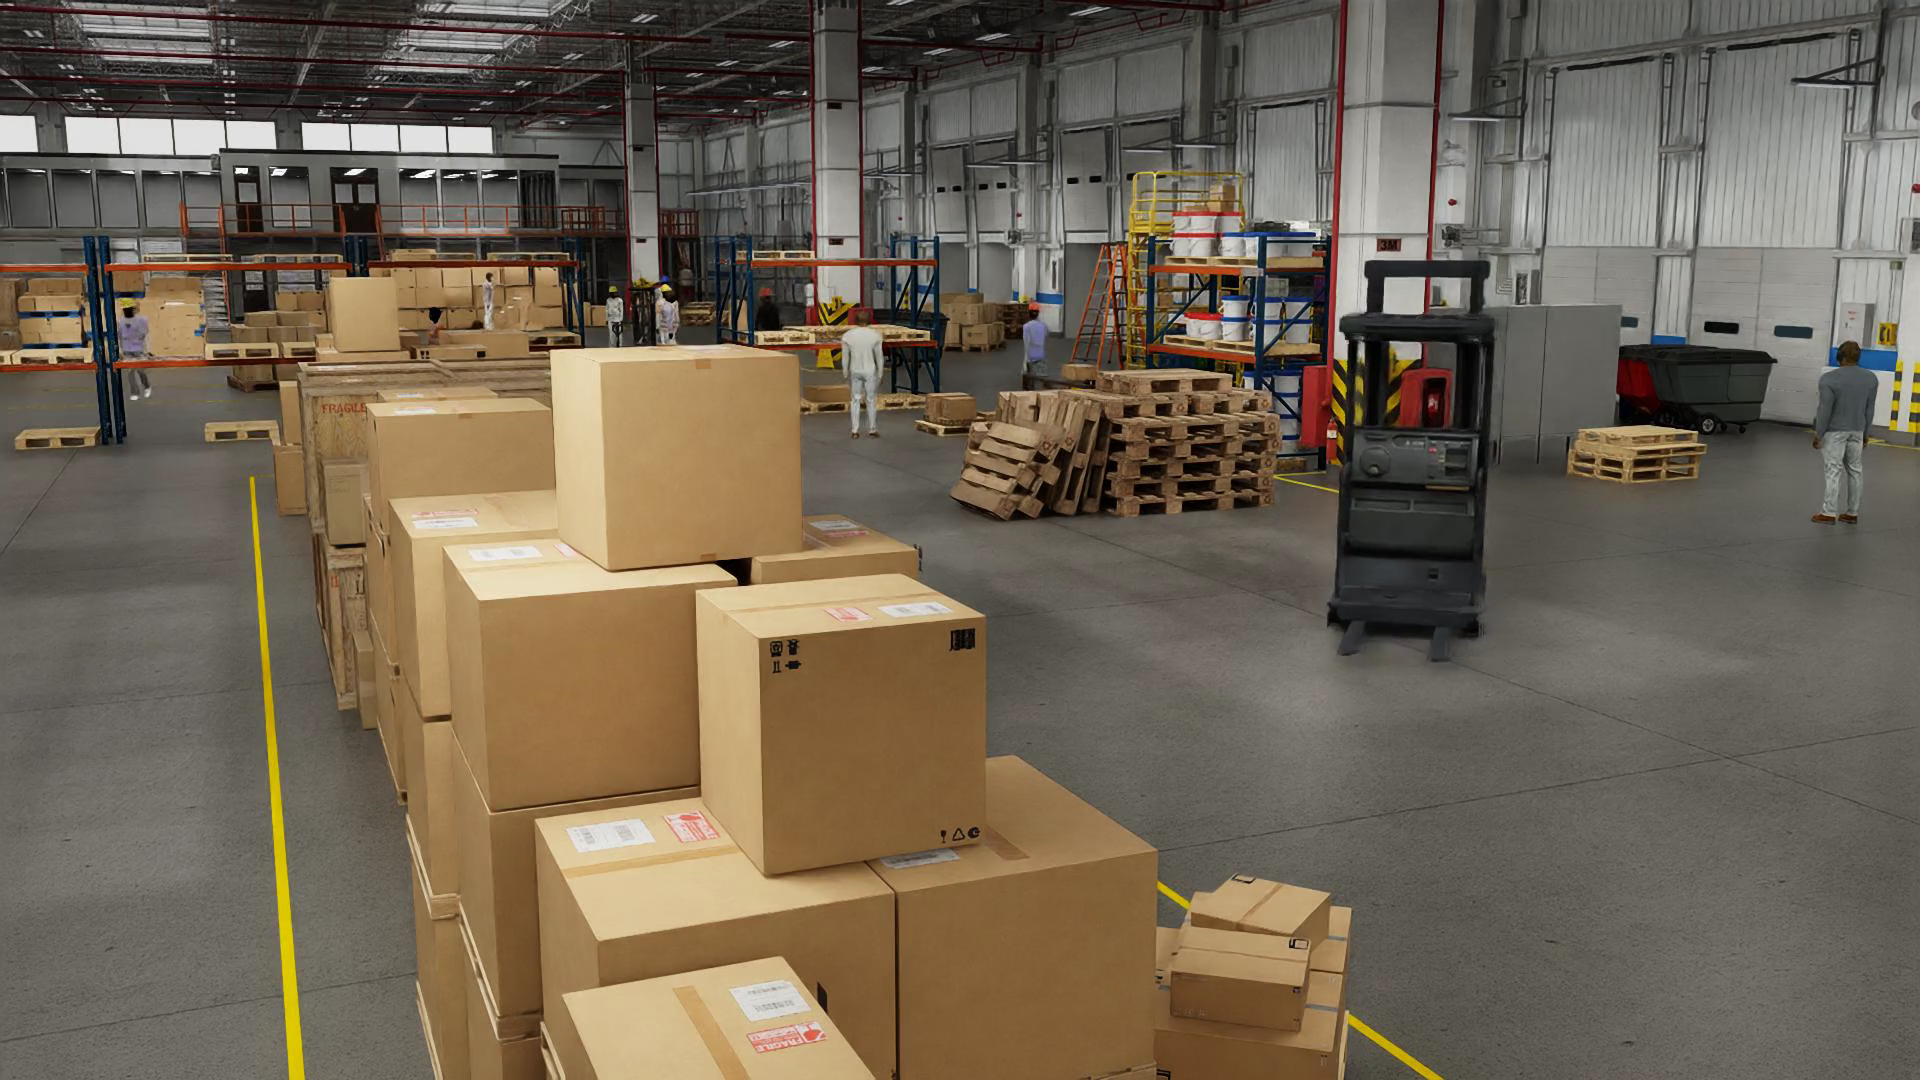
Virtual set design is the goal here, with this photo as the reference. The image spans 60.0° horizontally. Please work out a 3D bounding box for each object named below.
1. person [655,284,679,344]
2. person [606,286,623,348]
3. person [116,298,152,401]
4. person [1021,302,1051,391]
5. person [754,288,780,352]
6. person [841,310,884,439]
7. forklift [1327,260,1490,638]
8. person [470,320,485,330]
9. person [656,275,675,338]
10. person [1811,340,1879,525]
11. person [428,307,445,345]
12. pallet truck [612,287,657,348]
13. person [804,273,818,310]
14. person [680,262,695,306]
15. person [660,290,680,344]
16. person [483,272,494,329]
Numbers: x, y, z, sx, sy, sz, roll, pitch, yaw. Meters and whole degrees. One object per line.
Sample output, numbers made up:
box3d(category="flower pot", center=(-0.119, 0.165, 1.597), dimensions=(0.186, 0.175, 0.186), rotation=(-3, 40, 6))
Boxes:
box3d(category="person", center=(-6.936, -5.080, 39.351), dimensions=(0.582, 1.919, 0.398), rotation=(-8, 13, -38))
box3d(category="person", center=(-9.138, -5.828, 43.943), dimensions=(0.493, 1.742, 0.301), rotation=(3, 11, 15))
box3d(category="person", center=(-15.325, -3.526, 30.821), dimensions=(0.635, 1.898, 0.402), rotation=(-1, 10, -4))
box3d(category="person", center=(1.357, -3.203, 29.066), dimensions=(0.546, 1.896, 0.845), rotation=(-6, 12, -29))
box3d(category="person", center=(-4.150, -4.421, 35.647), dimensions=(1.023, 1.938, 0.619), rotation=(5, 12, 27))
box3d(category="person", center=(-1.456, -2.483, 24.968), dimensions=(0.635, 1.936, 0.354), rotation=(1, 10, 6))
box3d(category="forklift", center=(3.632, -0.812, 13.161), dimensions=(1.129, 2.768, 1.873), rotation=(4, 11, 19))
box3d(category="person", center=(-7.133, -2.344, 24.575), dimensions=(0.519, 1.813, 0.931), rotation=(5, 11, 26))
box3d(category="person", center=(-8.631, -6.776, 48.674), dimensions=(0.618, 1.927, 0.813), rotation=(4, 11, 21))
box3d(category="person", center=(9.259, -1.119, 17.449), dimensions=(0.629, 1.940, 0.379), rotation=(-1, 10, -5))
box3d(category="person", center=(-10.015, -3.611, 31.849), dimensions=(0.315, 1.696, 0.541), rotation=(-7, 13, -35))
box3d(category="pallet truck", center=(-6.464, -4.406, 35.401), dimensions=(0.823, 1.965, 1.885), rotation=(6, 12, 32))
box3d(category="person", center=(-4.598, -7.404, 52.157), dimensions=(0.555, 1.919, 0.576), rotation=(4, 11, 21))
box3d(category="person", center=(-11.950, -11.195, 72.866), dimensions=(0.621, 1.977, 0.534), rotation=(3, 11, 16))
box3d(category="person", center=(-6.510, -4.682, 37.356), dimensions=(0.429, 1.841, 0.633), rotation=(-3, 11, -14))
box3d(category="person", center=(-14.971, -7.538, 52.870), dimensions=(0.374, 1.932, 0.623), rotation=(-1, 10, -5))
